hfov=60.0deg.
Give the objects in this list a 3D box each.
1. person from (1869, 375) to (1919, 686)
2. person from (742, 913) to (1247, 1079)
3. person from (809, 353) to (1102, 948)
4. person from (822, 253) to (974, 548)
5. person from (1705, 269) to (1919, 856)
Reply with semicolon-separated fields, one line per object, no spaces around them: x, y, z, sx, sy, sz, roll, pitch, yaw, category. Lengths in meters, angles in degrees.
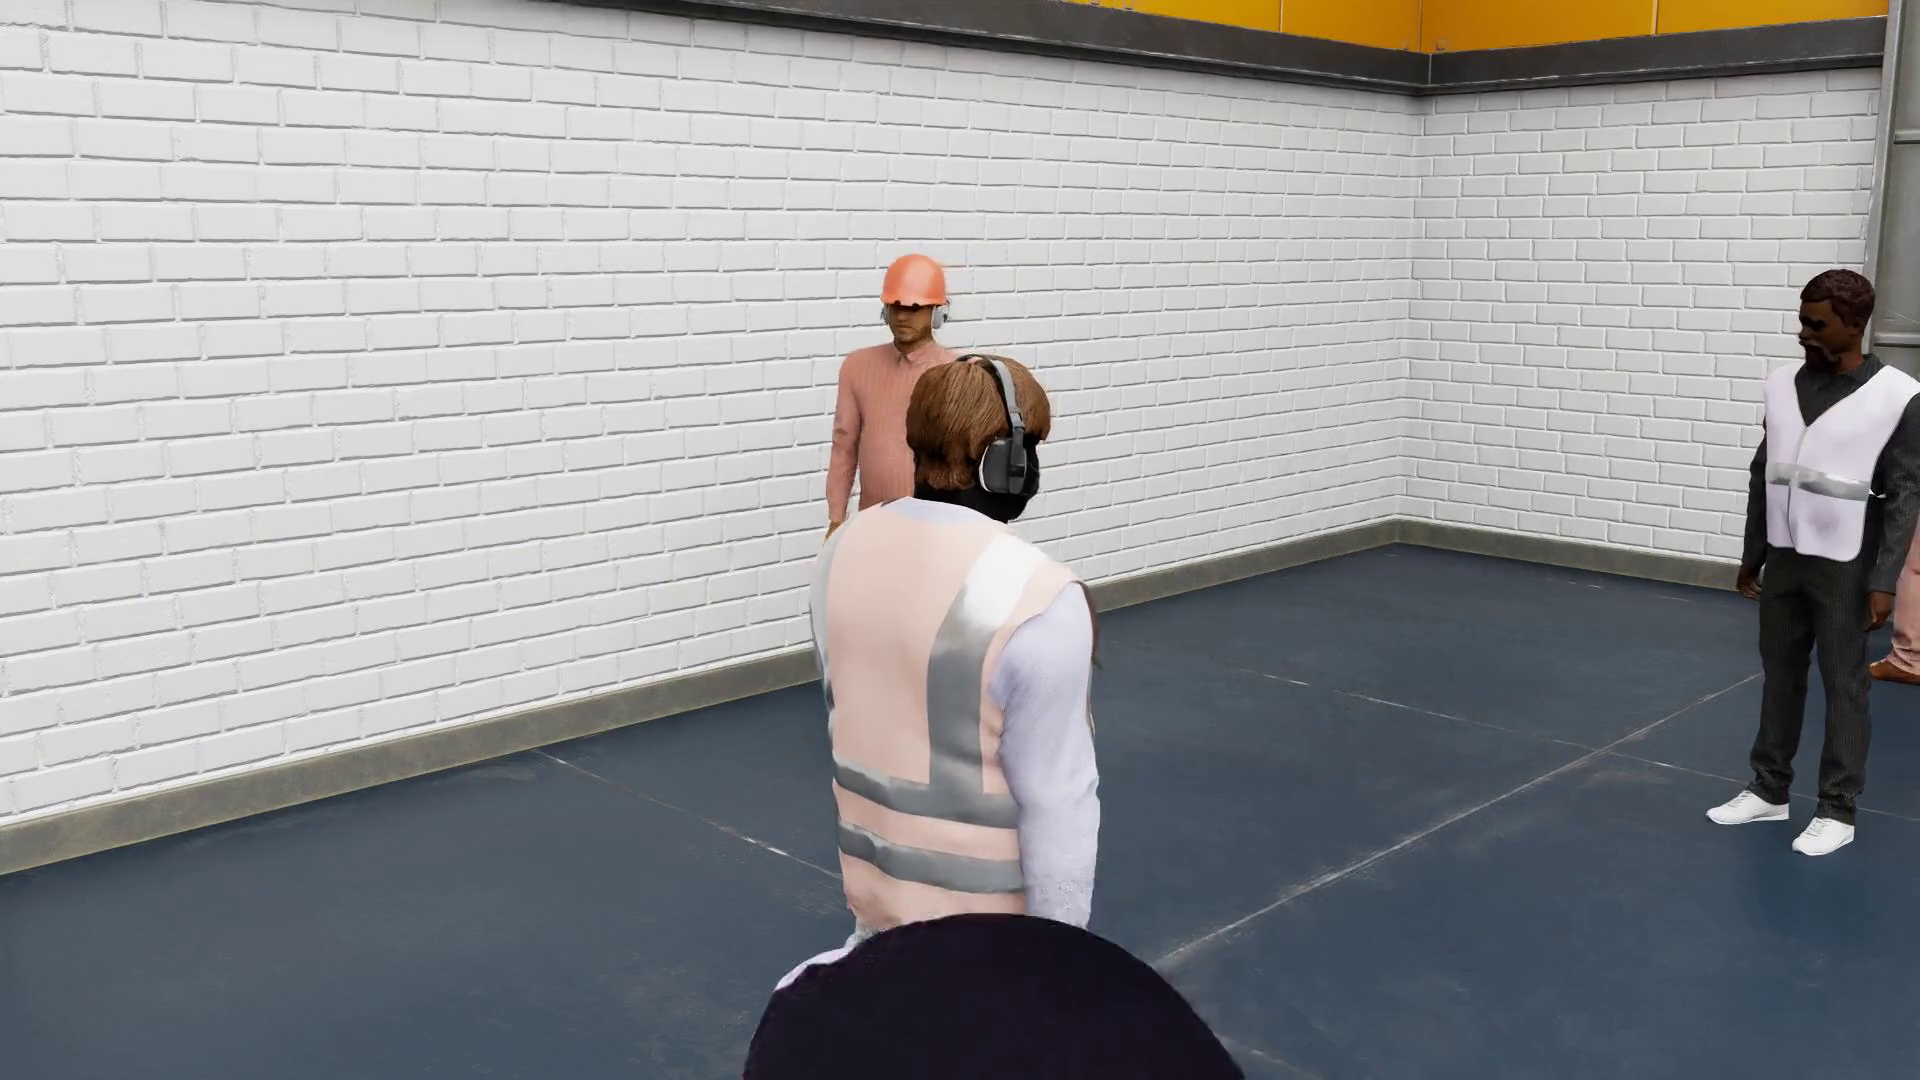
4.430;-0.252;7.317;0.643;1.884;0.679;-8;13;-38;person
0.044;0.925;0.852;0.662;1.905;0.885;7;13;34;person
0.012;0.606;2.818;0.429;1.835;0.617;-8;13;-39;person
-0.164;-0.090;6.262;0.617;1.969;0.916;5;12;27;person
2.854;0.072;5.498;0.391;1.914;0.587;-5;11;-24;person
